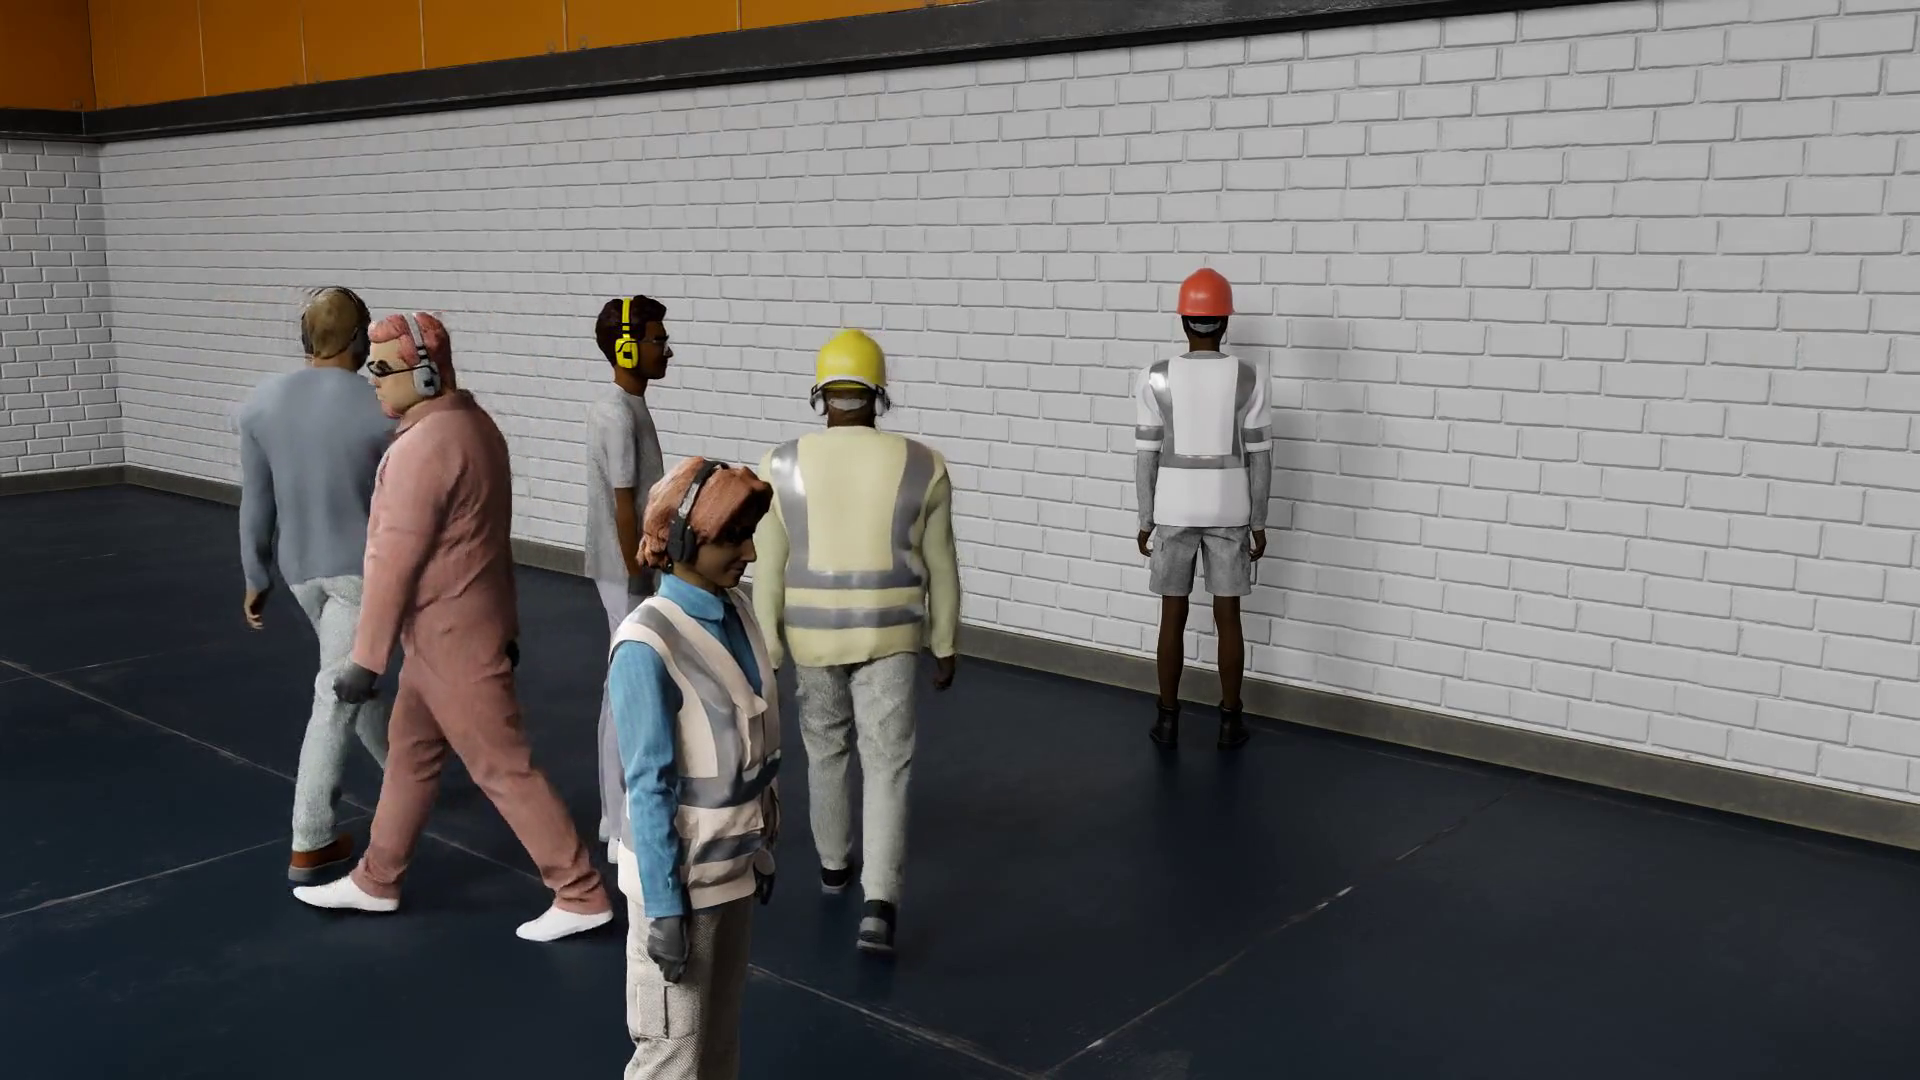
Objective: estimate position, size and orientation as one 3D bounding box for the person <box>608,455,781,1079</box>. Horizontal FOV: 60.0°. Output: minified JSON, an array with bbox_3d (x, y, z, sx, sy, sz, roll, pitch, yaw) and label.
[{"bbox_3d":[-0.497,0.654,3.199,0.310,1.640,0.514,2,10,12],"label":"person"}]

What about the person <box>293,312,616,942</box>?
[{"bbox_3d":[-1.471,0.277,4.782,0.980,1.853,0.637,-1,10,-5],"label":"person"}]

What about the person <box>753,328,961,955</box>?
[{"bbox_3d":[-0.302,0.283,4.883,0.605,1.799,0.889,0,10,-2],"label":"person"}]

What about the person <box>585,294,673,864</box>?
[{"bbox_3d":[-1.074,0.131,5.518,0.335,1.873,0.521,-2,10,-13],"label":"person"}]

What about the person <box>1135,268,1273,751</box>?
[{"bbox_3d":[0.973,-0.111,6.696,0.545,1.942,0.354,1,10,8],"label":"person"}]

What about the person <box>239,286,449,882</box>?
[{"bbox_3d":[-2.002,0.106,5.595,0.655,1.887,1.017,3,10,16],"label":"person"}]
